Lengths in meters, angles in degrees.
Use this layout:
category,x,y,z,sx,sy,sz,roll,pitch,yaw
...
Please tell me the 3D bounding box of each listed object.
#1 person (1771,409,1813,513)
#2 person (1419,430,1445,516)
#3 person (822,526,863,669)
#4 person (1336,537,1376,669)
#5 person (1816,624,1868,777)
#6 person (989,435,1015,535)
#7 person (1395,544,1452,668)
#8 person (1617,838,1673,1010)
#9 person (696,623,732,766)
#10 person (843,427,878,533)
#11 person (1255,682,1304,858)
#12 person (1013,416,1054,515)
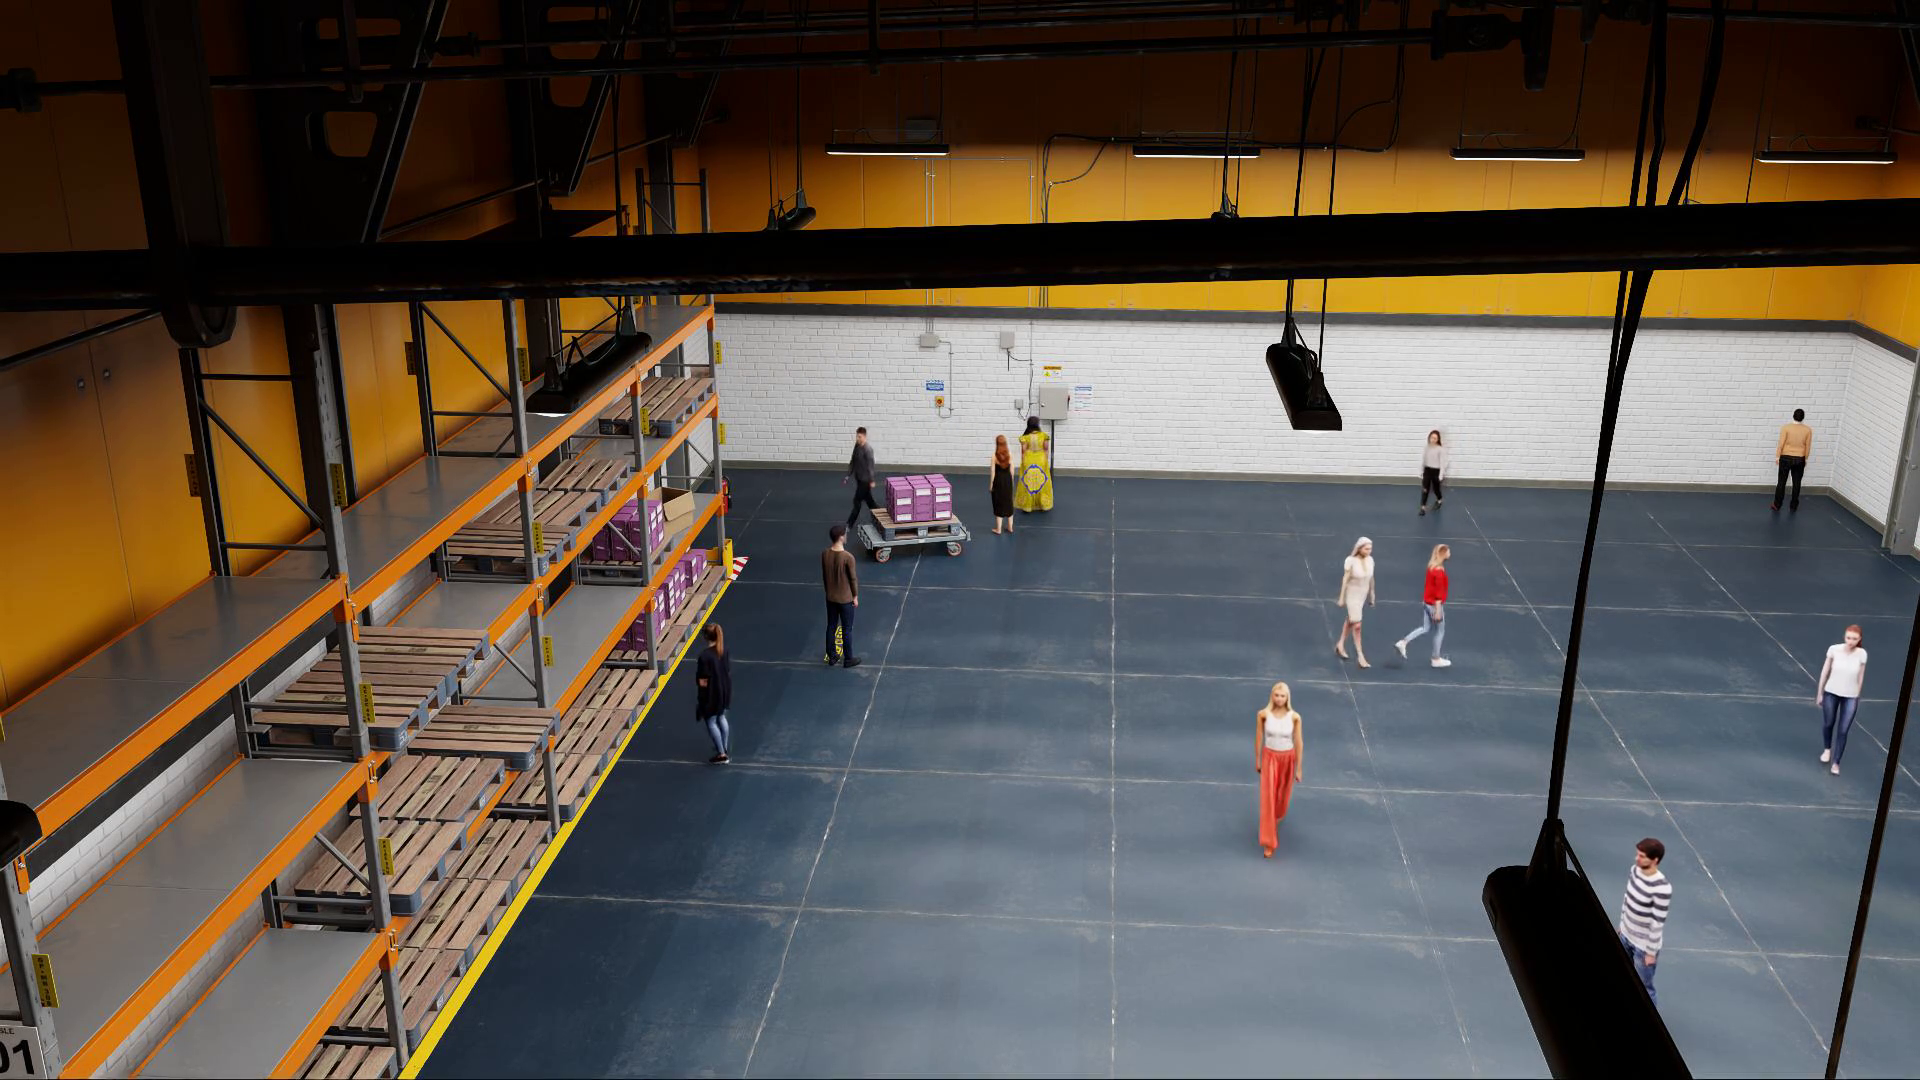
category,x,y,z,sx,sy,sz,roll,pitch,yaw
person,13.939,-1.347,27.852,0.696,1.754,0.649,5,19,15
person,7.907,-1.137,27.713,0.905,1.446,1.089,15,24,37
person,-1.557,0.724,21.497,0.725,1.886,0.697,10,21,26
person,5.093,0.762,21.669,0.942,1.705,1.108,-9,21,-24
person,9.918,1.745,18.750,0.852,1.704,1.093,11,21,29
person,0.680,-0.899,26.725,0.675,1.625,0.704,-8,20,-23
person,6.020,0.859,21.411,0.744,1.685,0.928,0,19,-1
person,5.695,3.314,13.871,0.751,1.845,0.561,-3,19,-9
person,-2.768,1.737,18.817,0.830,1.676,0.750,18,25,42
person,-1.474,-0.983,26.820,1.066,1.723,1.094,-9,21,-25
person,3.280,2.278,17.090,0.745,1.754,1.275,4,19,11
person,1.236,-1.266,27.760,0.925,1.660,0.869,-3,19,-8
